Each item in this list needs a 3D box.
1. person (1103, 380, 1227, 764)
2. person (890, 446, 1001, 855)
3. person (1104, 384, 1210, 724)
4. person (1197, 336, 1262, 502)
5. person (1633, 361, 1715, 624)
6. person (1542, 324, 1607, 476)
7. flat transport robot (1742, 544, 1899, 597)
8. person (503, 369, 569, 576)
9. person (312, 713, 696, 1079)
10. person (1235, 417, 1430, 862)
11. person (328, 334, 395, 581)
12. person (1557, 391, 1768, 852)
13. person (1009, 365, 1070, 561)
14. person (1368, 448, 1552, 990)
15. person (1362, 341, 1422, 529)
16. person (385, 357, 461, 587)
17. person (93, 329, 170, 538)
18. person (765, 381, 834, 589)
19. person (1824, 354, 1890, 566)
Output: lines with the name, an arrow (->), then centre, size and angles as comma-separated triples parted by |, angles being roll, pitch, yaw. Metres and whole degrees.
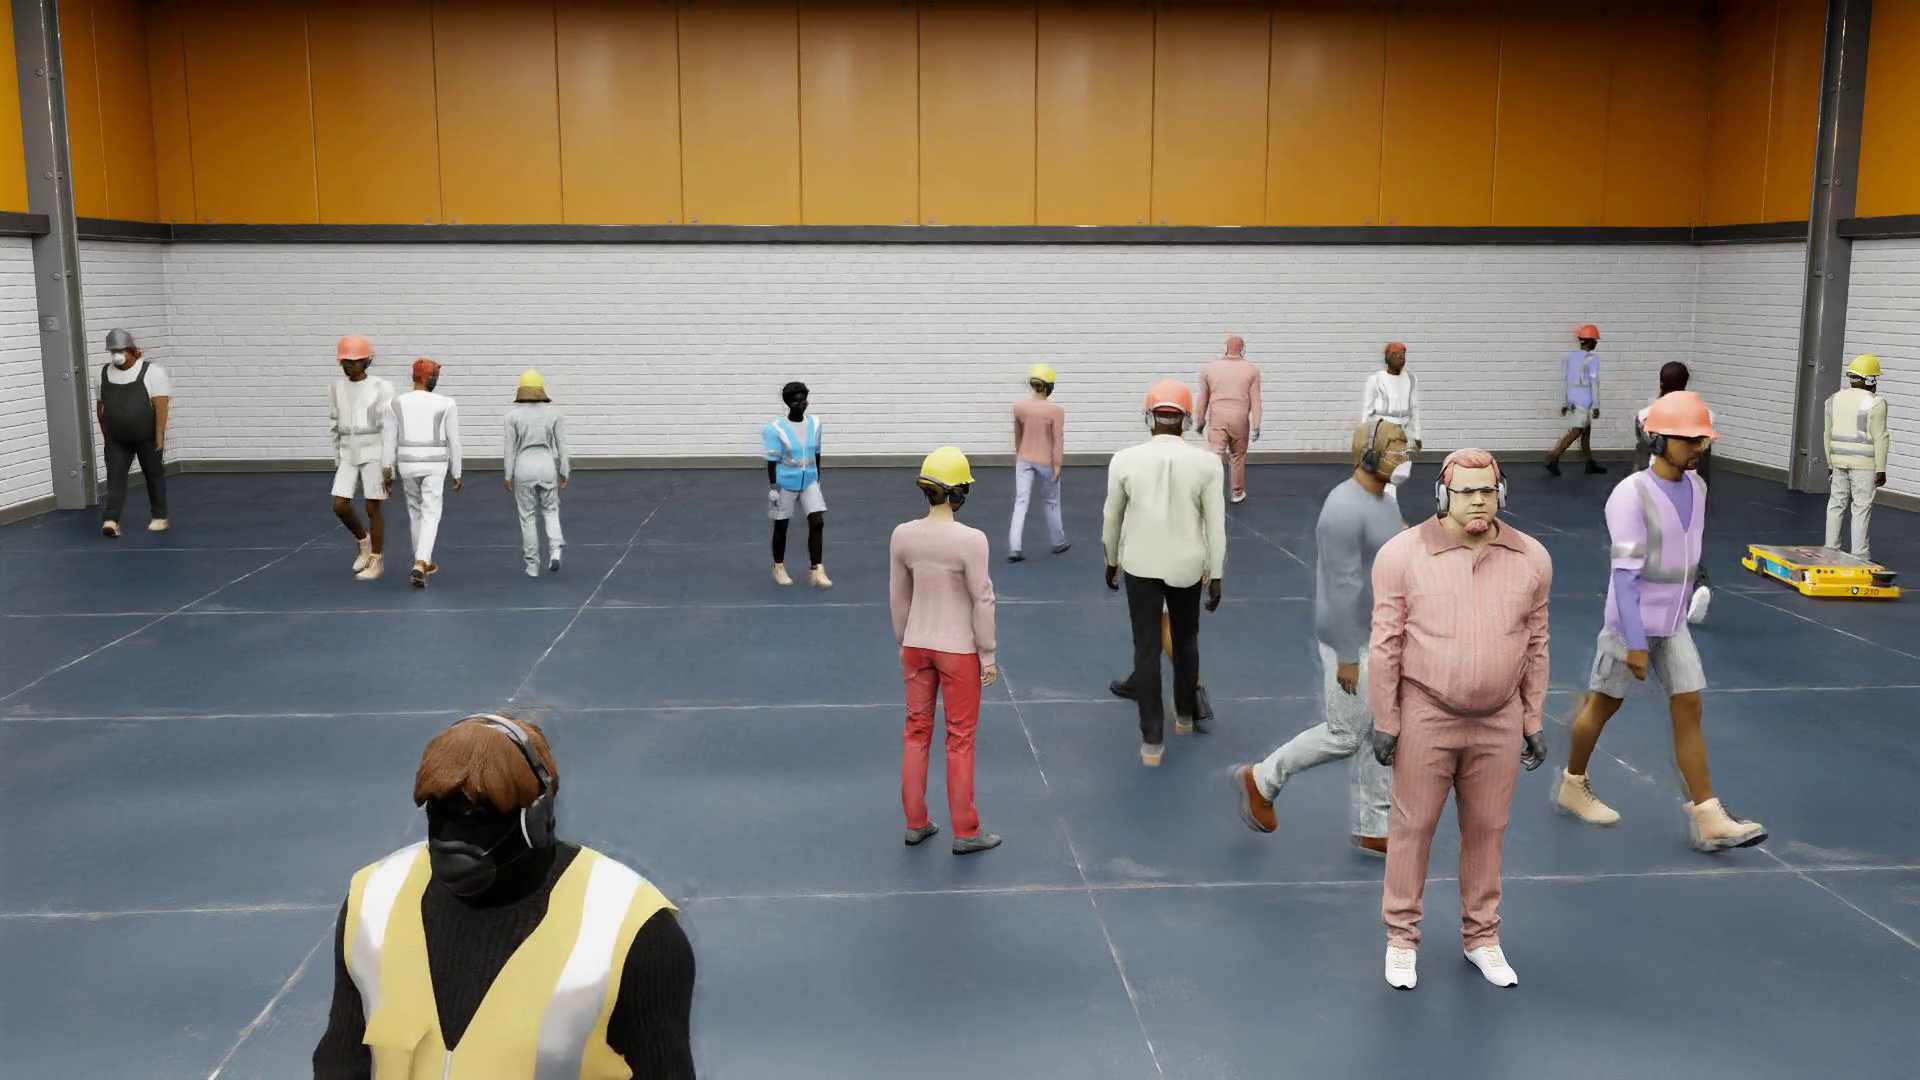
person -> 1.069, 0.134, 8.795 | 0.628, 1.943, 0.962 | 1, 9, 4
person -> -0.064, 0.477, 7.222 | 0.522, 1.769, 0.317 | 6, 11, 34
person -> 1.168, 0.066, 9.409 | 0.544, 1.899, 0.976 | -6, 11, -34
person -> 2.901, -1.270, 17.970 | 0.704, 1.843, 1.029 | 3, 9, 16
person -> 5.126, -0.334, 11.940 | 0.596, 1.893, 0.783 | -1, 9, -6
person -> 7.703, -1.740, 20.750 | 0.959, 1.903, 0.559 | -2, 9, -15
flat transport robot -> 6.922, 0.234, 13.431 | 0.652, 0.197, 1.431 | 1, 9, 5
person -> -3.519, -0.553, 13.818 | 0.519, 1.726, 0.438 | -5, 10, -27
person -> -0.786, 1.170, 2.791 | 0.623, 1.791, 0.972 | 3, 9, 16
person -> 1.623, 0.423, 7.106 | 0.755, 1.916, 0.636 | 7, 11, 36
person -> -4.890, -0.665, 13.595 | 0.613, 2.018, 0.434 | 2, 9, 12
person -> 3.053, 0.356, 7.239 | 0.637, 1.995, 1.023 | -5, 10, -30
person -> 0.693, -0.685, 14.667 | 0.524, 1.721, 0.911 | 4, 10, 25
person -> 1.756, 0.628, 5.836 | 0.641, 1.908, 0.407 | 0, 9, -2
person -> 4.257, -1.069, 16.666 | 0.591, 1.856, 0.854 | -4, 10, -23
person -> -4.373, -0.561, 13.496 | 0.615, 1.852, 0.931 | -1, 9, -6
person -> -7.952, -1.051, 15.957 | 0.695, 2.000, 0.996 | -2, 9, -10
person -> -1.284, -0.426, 13.185 | 0.553, 1.656, 0.734 | -6, 11, -33
person -> 7.625, -0.656, 14.129 | 0.404, 1.833, 0.590 | -3, 10, -21
